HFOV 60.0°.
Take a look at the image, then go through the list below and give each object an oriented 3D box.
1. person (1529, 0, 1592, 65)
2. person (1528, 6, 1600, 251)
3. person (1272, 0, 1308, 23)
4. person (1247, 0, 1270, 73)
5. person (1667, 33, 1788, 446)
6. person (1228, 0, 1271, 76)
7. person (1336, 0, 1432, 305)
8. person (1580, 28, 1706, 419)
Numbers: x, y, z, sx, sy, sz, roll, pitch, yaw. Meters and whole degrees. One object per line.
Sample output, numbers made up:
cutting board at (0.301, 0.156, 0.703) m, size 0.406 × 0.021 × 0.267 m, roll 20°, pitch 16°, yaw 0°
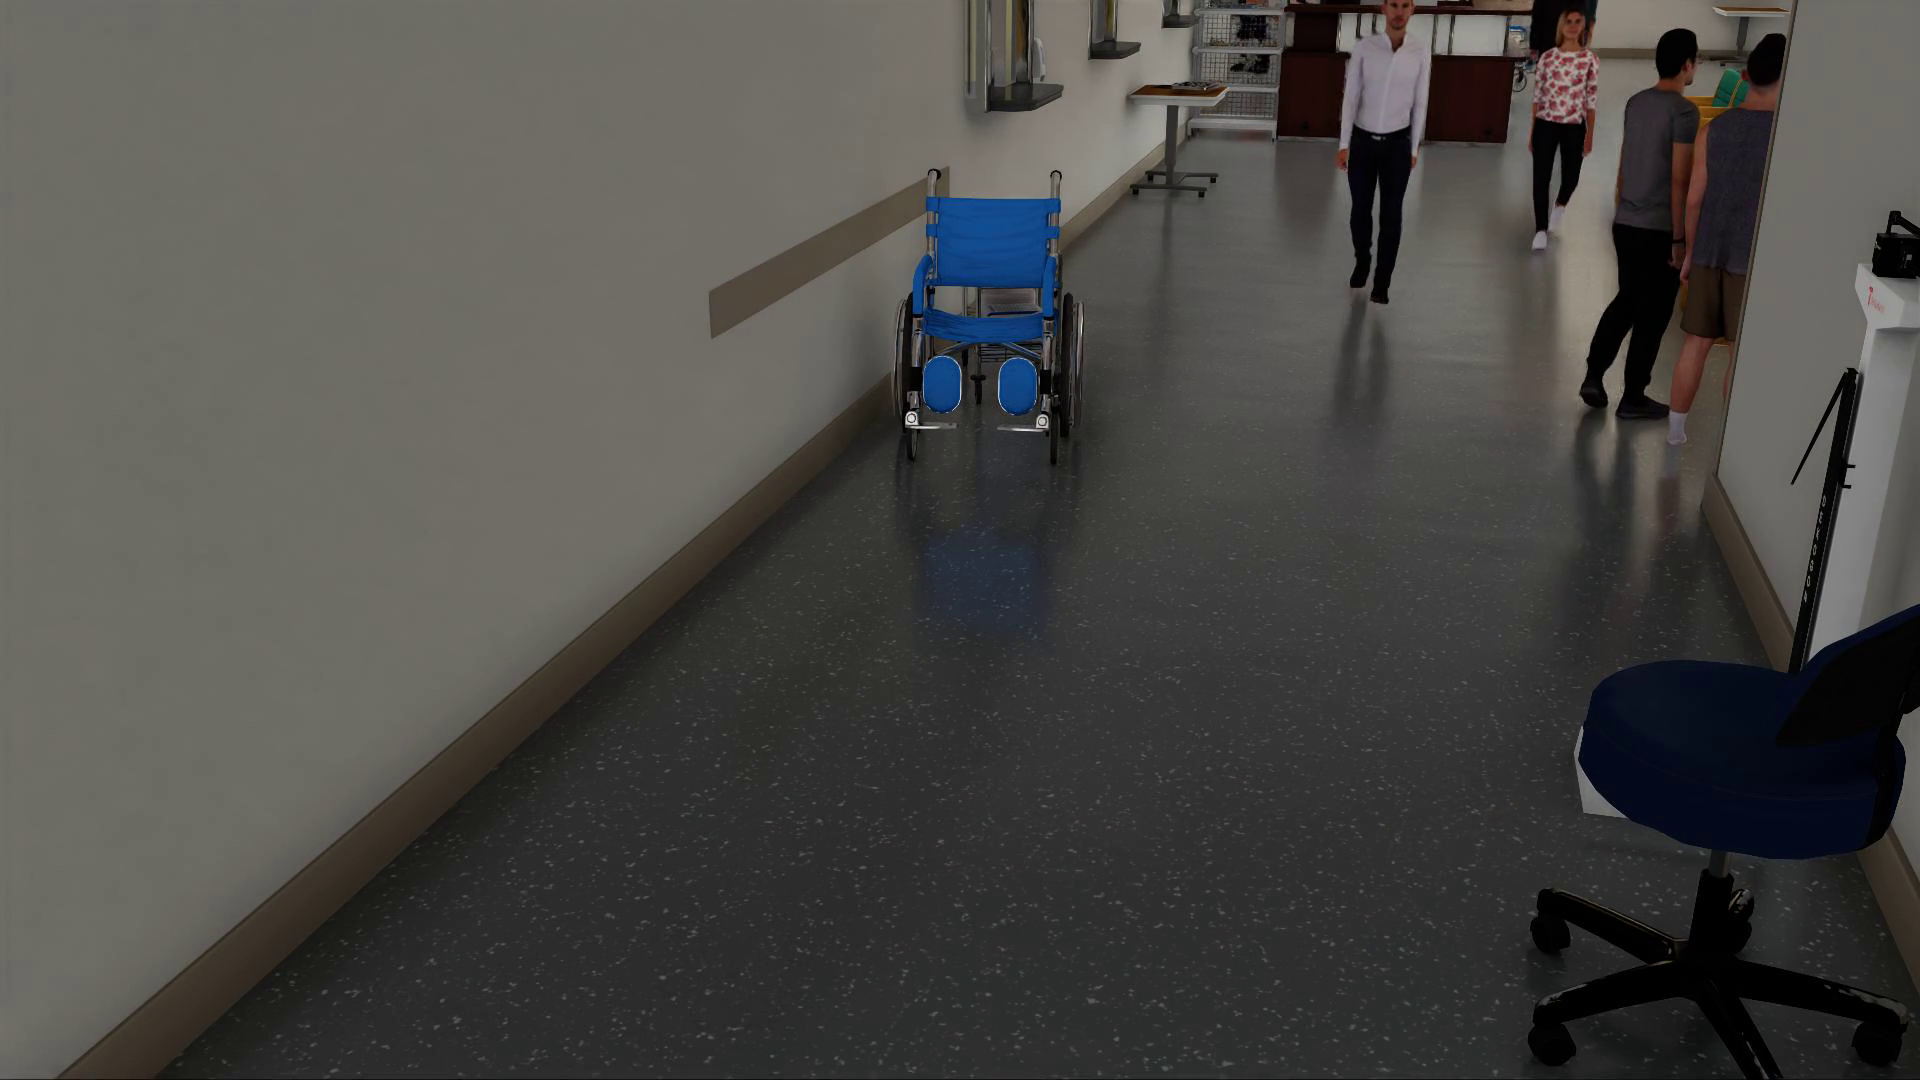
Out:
person at (5.807, -4.750, 16.181) m, size 1.257 × 1.881 × 0.987 m, roll 12°, pitch 24°, yaw 28°
person at (4.160, -2.840, 11.521) m, size 0.962 × 1.609 × 0.676 m, roll 7°, pitch 22°, yaw 18°
person at (7.064, -11.648, 34.651) m, size 1.074 × 1.698 × 0.639 m, roll 5°, pitch 21°, yaw 13°
person at (4.393, -7.762, 24.319) m, size 0.552 × 1.749 × 0.624 m, roll 7°, pitch 22°, yaw 17°
person at (3.320, -1.216, 7.128) m, size 0.665 × 1.850 × 0.792 m, roll 19°, pitch 28°, yaw 40°
person at (4.328, -7.561, 23.688) m, size 0.951 × 1.820 × 0.841 m, roll -1°, pitch 21°, yaw -2°
person at (2.500, -2.351, 9.938) m, size 1.167 × 1.816 × 0.702 m, roll 6°, pitch 22°, yaw 15°
person at (3.113, -1.409, 7.541) m, size 0.847 × 1.752 × 0.788 m, roll -7°, pitch 22°, yaw -18°
